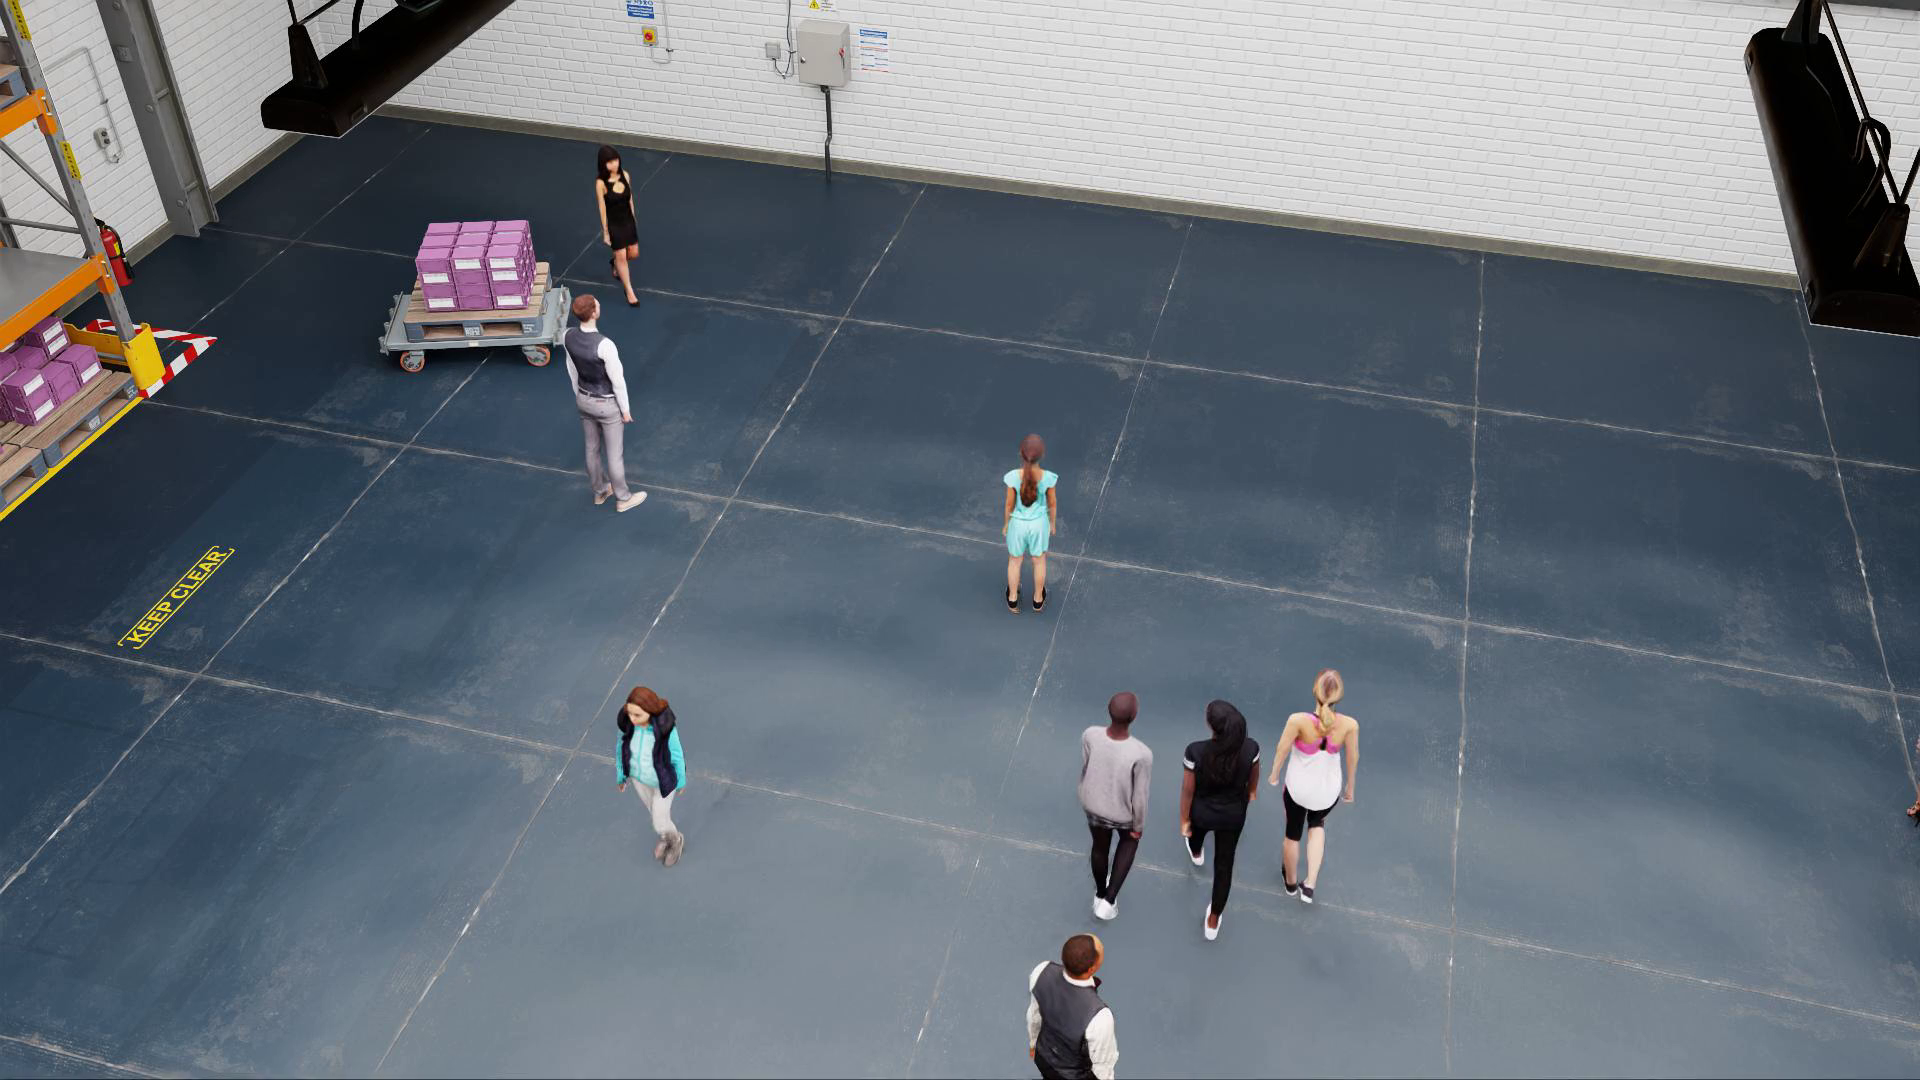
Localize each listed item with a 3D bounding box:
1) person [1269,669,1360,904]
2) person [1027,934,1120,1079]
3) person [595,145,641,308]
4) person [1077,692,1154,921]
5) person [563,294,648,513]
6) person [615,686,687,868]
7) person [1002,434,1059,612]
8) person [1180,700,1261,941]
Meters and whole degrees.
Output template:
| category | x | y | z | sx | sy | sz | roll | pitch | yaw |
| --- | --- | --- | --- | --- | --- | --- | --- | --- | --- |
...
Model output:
| category | x | y | z | sx | sy | sz | roll | pitch | yaw |
| --- | --- | --- | --- | --- | --- | --- | --- | --- | --- |
| person | 2.122 | 1.571 | 10.018 | 0.731 | 1.773 | 0.765 | 0 | 39 | 0 |
| person | 0.494 | 2.721 | 8.474 | 0.986 | 1.904 | 0.919 | -26 | 45 | -29 |
| person | -3.299 | -3.009 | 15.862 | 0.803 | 1.637 | 0.826 | -30 | 47 | -32 |
| person | 0.866 | 1.648 | 9.933 | 0.685 | 1.759 | 0.782 | 18 | 42 | 21 |
| person | -2.872 | -1.102 | 13.234 | 0.716 | 1.938 | 0.644 | 19 | 43 | 23 |
| person | -1.885 | 1.424 | 10.435 | 0.614 | 1.484 | 0.643 | 16 | 41 | 19 |
| person | 0.508 | -0.119 | 12.306 | 0.611 | 1.559 | 0.620 | 1 | 39 | 1 |
| person | 1.539 | 1.695 | 9.920 | 0.787 | 1.703 | 1.122 | 4 | 39 | 5 |
